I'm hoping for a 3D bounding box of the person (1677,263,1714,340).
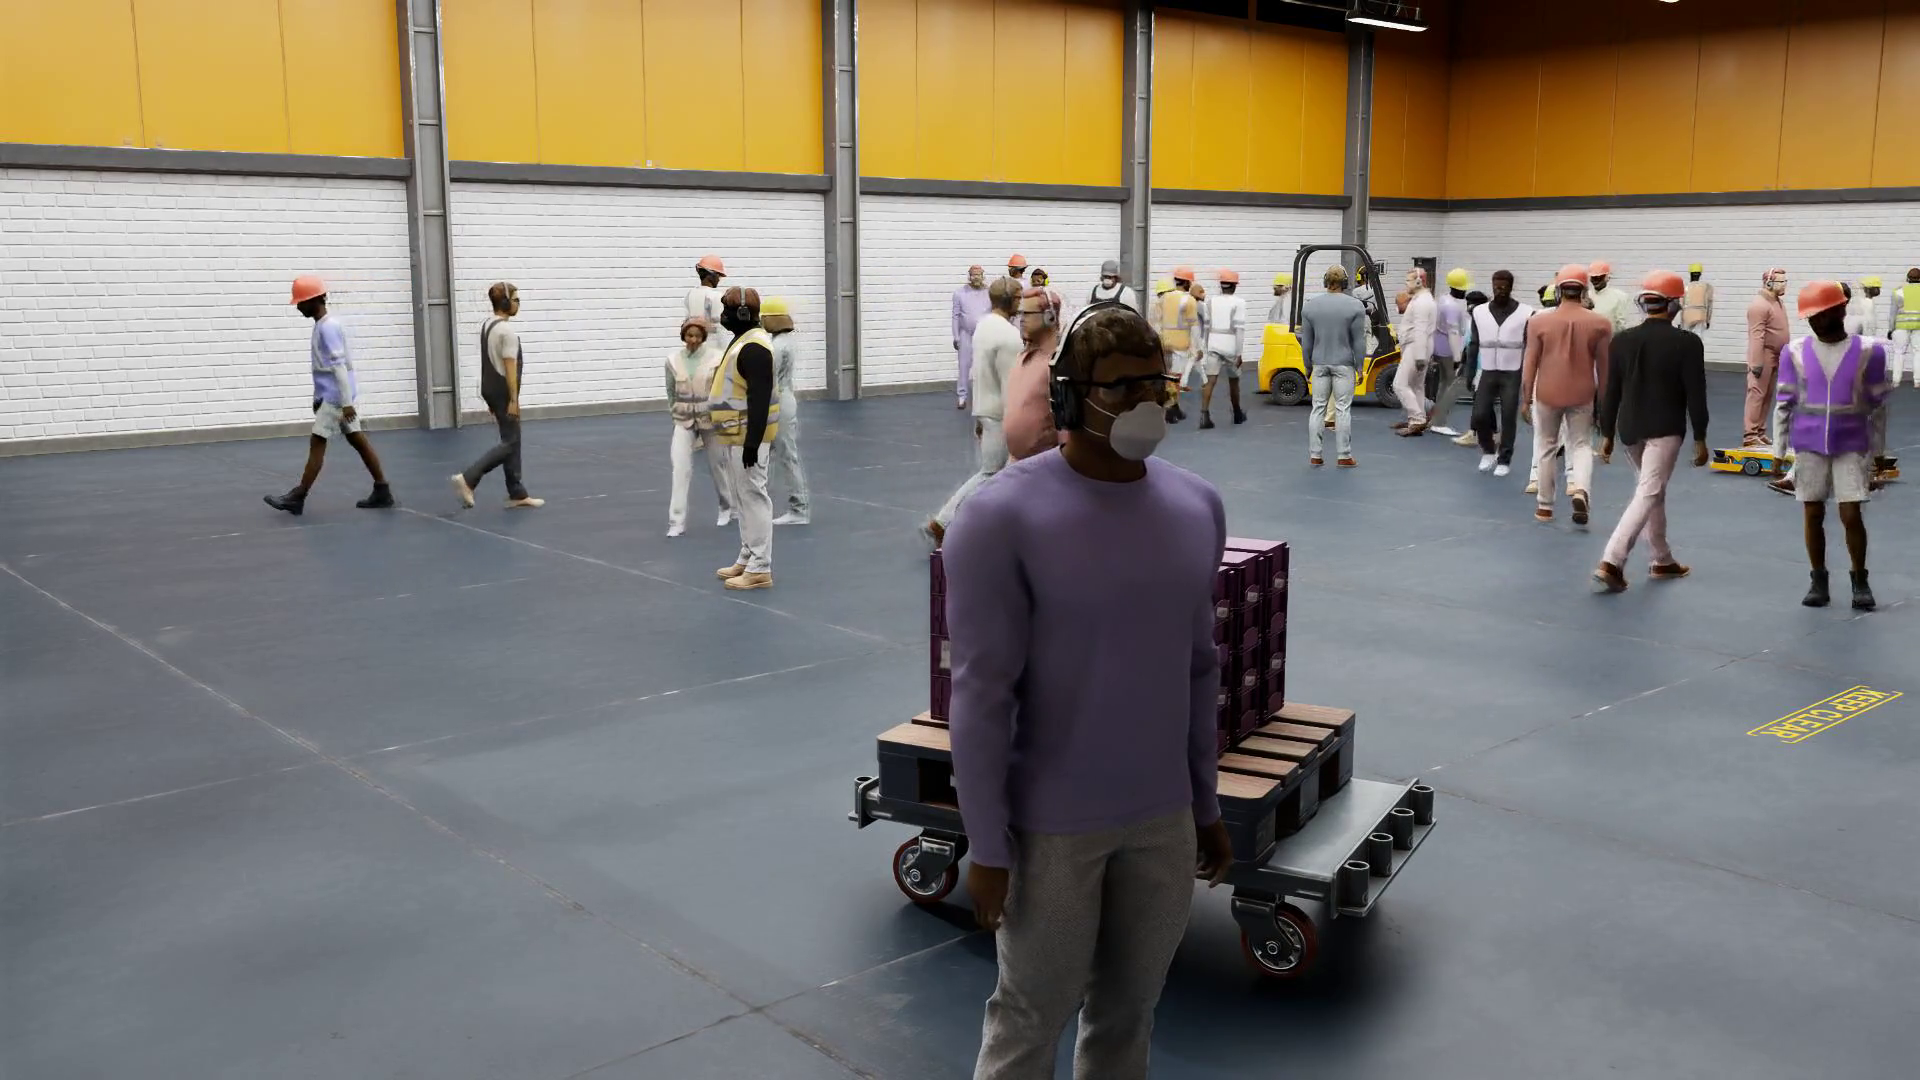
[{"bbox_3d":[12.431,-3.734,28.240,0.599,1.897,0.822,2,10,14],"label":"person"}]

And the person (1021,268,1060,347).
[{"bbox_3d":[0.989,-2.429,20.663,0.538,1.869,0.313,3,10,16],"label":"person"}]

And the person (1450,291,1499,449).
[{"bbox_3d":[5.454,-1.798,17.611,0.752,1.655,0.555,-2,10,-10],"label":"person"}]

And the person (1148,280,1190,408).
[{"bbox_3d":[2.656,-2.474,21.369,0.535,1.713,0.881,5,11,29],"label":"person"}]

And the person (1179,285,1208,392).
[{"bbox_3d":[3.575,-3.016,24.897,0.834,1.584,0.523,-6,12,-33],"label":"person"}]

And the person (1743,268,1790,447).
[{"bbox_3d":[8.509,-1.906,17.529,0.401,1.902,0.646,9,13,41],"label":"person"}]

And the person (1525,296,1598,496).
[{"bbox_3d":[5.112,-1.299,14.124,0.627,1.847,0.429,5,11,26],"label":"person"}]

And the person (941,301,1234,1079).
[{"bbox_3d":[0.262,0.528,3.147,0.627,1.941,0.371,-7,12,-34],"label":"person"}]

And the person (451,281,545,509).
[{"bbox_3d":[-3.673,-1.116,13.105,0.707,1.831,0.514,-7,12,-34],"label":"person"}]

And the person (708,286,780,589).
[{"bbox_3d":[-1.321,-0.625,10.184,0.429,1.843,0.633,-3,10,-15],"label":"person"}]

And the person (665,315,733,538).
[{"bbox_3d":[-1.901,-0.856,12.239,0.510,1.609,0.803,1,10,6],"label":"person"}]

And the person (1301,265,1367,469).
[{"bbox_3d":[3.563,-1.646,15.877,0.632,1.940,0.372,5,11,29],"label":"person"}]

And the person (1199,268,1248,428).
[{"bbox_3d":[3.135,-2.274,19.730,0.571,1.889,1.031,7,12,34],"label":"person"}]

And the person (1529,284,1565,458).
[{"bbox_3d":[5.867,-1.637,16.367,0.537,1.755,0.500,-5,11,-27],"label":"person"}]

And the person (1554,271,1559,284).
[{"bbox_3d":[8.347,-2.810,23.014,0.733,1.826,0.586,7,12,36],"label":"person"}]

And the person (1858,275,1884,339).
[{"bbox_3d":[12.517,-2.784,23.050,0.459,1.755,0.540,4,11,23],"label":"person"}]

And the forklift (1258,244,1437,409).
[{"bbox_3d":[5.256,-2.933,22.661,2.313,2.155,1.214,3,10,16],"label":"forklift"}]

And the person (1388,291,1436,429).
[{"bbox_3d":[5.295,-2.084,19.384,0.509,1.610,0.547,3,10,16],"label":"person"}]

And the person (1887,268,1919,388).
[{"bbox_3d":[14.633,-3.244,25.604,0.638,1.854,0.490,5,11,25],"label":"person"}]

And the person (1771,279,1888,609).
[{"bbox_3d":[4.948,-0.535,9.503,0.565,1.891,0.523,6,12,33],"label":"person"}]

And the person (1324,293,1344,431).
[{"bbox_3d":[4.366,-2.088,19.350,0.285,1.634,0.499,-4,10,-20],"label":"person"}]

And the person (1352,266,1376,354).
[{"bbox_3d":[6.103,-3.218,25.273,0.521,1.874,0.327,-6,11,-32],"label":"person"}]

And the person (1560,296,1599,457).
[{"bbox_3d":[6.249,-1.655,16.802,0.309,1.640,0.511,-9,13,-44],"label":"person"}]

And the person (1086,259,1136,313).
[{"bbox_3d":[1.952,-2.672,21.582,0.685,2.000,0.881,4,11,24],"label":"person"}]

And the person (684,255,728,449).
[{"bbox_3d":[-2.595,-1.941,17.324,0.605,2.034,0.389,9,13,44],"label":"person"}]

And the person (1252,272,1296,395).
[{"bbox_3d":[4.713,-2.964,24.028,0.829,1.801,0.604,0,10,-3],"label":"person"}]

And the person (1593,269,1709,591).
[{"bbox_3d":[4.207,-0.669,10.142,1.008,1.957,0.625,-6,11,-30],"label":"person"}]

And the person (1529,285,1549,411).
[{"bbox_3d":[7.641,-2.443,21.371,0.747,1.645,0.594,-5,11,-28],"label":"person"}]

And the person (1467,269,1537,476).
[{"bbox_3d":[4.992,-1.538,15.359,0.631,1.898,0.438,6,11,30],"label":"person"}]

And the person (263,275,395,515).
[{"bbox_3d":[-4.987,-1.136,13.092,1.015,1.863,0.636,-4,10,-22],"label":"person"}]

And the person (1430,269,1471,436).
[{"bbox_3d":[5.517,-2.109,18.816,0.374,1.889,0.630,1,10,7],"label":"person"}]

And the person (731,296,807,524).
[{"bbox_3d":[-1.465,-0.962,12.505,0.626,1.727,0.503,-1,10,-4],"label":"person"}]

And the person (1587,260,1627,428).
[{"bbox_3d":[7.470,-2.289,19.513,0.647,1.975,0.468,8,13,39],"label":"person"}]

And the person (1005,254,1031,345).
[{"bbox_3d":[0.838,-3.157,24.402,0.359,2.047,0.615,6,11,30],"label":"person"}]

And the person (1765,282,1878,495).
[{"bbox_3d":[7.378,-1.260,14.011,1.015,1.811,0.527,-2,10,-10],"label":"person"}]

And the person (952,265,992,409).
[{"bbox_3d":[0.210,-2.694,22.103,0.640,1.910,0.401,-1,10,-5],"label":"person"}]

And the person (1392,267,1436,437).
[{"bbox_3d":[5.076,-2.087,18.583,0.427,1.892,0.659,4,10,21],"label":"person"}]

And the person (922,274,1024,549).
[{"bbox_3d":[0.190,-0.818,11.146,0.921,1.912,0.640,-3,10,-16],"label":"person"}]

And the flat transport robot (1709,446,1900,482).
[{"bbox_3d":[7.737,-0.709,15.266,0.652,0.197,1.431,-8,13,-41],"label":"flat transport robot"}]

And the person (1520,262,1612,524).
[{"bbox_3d":[4.536,-1.082,12.459,0.639,1.975,0.754,2,10,14],"label":"person"}]

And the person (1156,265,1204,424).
[{"bbox_3d":[2.706,-2.359,20.121,0.719,1.912,0.556,-8,12,-38],"label":"person"}]

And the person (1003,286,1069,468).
[{"bbox_3d":[0.486,-0.427,8.945,0.944,1.868,0.650,-5,11,-28],"label":"person"}]
